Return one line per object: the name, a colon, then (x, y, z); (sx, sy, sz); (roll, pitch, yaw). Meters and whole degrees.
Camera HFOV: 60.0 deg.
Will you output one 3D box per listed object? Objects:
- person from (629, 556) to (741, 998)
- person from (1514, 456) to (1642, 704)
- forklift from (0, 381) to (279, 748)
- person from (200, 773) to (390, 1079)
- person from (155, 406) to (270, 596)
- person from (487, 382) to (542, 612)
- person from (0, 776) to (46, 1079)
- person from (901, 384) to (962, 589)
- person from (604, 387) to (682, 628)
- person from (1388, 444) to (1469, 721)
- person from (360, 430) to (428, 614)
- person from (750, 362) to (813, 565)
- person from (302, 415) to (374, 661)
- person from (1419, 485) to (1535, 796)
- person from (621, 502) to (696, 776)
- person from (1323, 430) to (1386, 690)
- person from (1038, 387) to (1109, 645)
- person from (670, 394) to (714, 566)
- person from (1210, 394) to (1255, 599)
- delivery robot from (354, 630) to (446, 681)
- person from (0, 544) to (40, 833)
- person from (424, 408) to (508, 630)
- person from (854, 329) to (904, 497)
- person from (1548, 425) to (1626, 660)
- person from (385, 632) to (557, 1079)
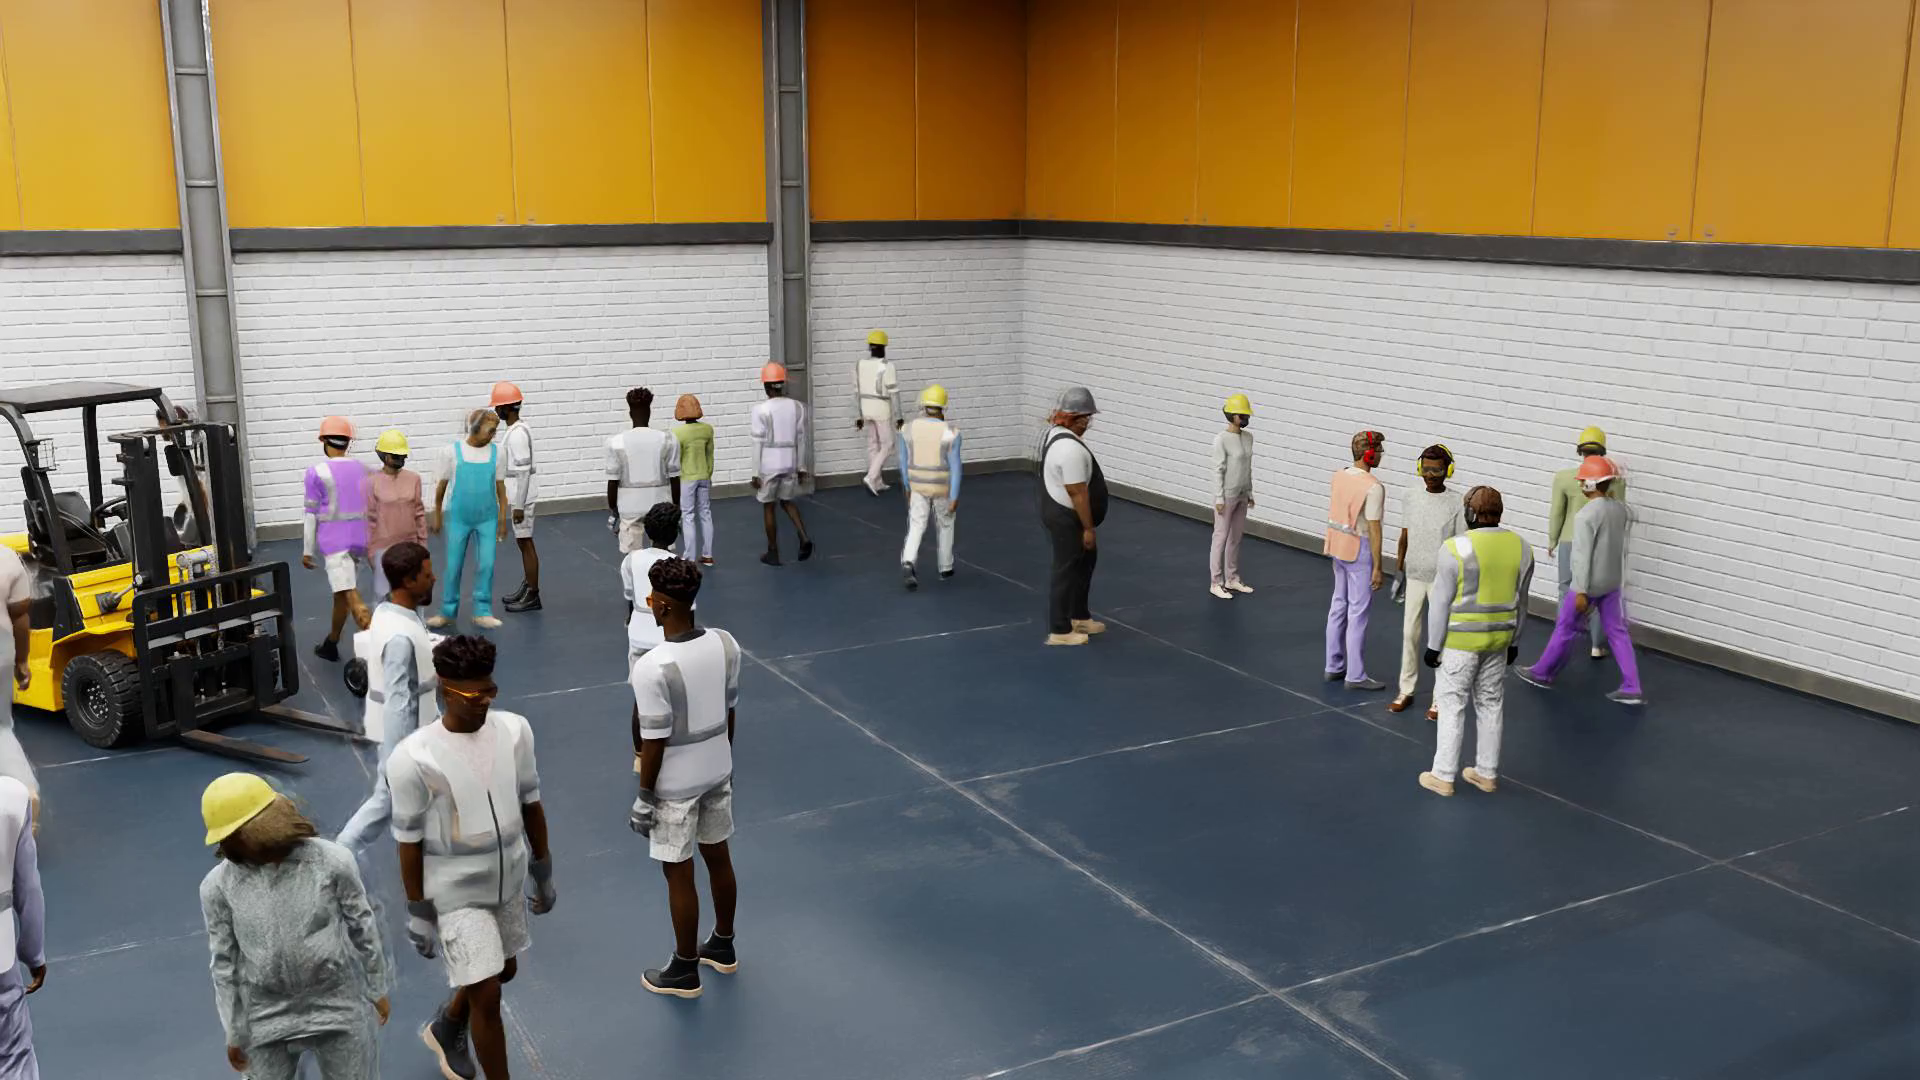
person: (-1.206, 1.031, 7.301); (0.368, 1.967, 0.600); (8, 14, 32)
person: (4.378, 0.261, 11.540); (0.589, 1.699, 0.929); (-9, 15, -35)
forklift: (-5.853, 0.085, 11.199); (2.313, 2.155, 1.214); (7, 14, 28)
person: (-2.124, 1.555, 5.479); (0.625, 1.702, 0.335); (-4, 13, -16)
person: (-6.111, -0.213, 13.553); (0.913, 1.807, 0.537); (-3, 12, -14)
person: (-3.713, -0.359, 13.902); (0.376, 1.932, 0.543); (-3, 12, -15)
person: (-3.336, 1.444, 5.516); (0.590, 1.912, 0.391); (-11, 16, -42)
person: (-0.265, -0.476, 14.757); (0.591, 1.809, 0.827); (4, 13, 16)
person: (-2.525, -0.243, 13.297); (0.608, 1.957, 0.401); (-4, 13, -16)
person: (3.131, 0.276, 11.106); (0.511, 1.860, 0.332); (10, 15, 38)
person: (-4.196, 0.047, 12.412); (0.341, 1.761, 0.524); (10, 16, 39)
person: (-1.674, -0.685, 15.473); (0.546, 1.921, 0.547); (-10, 15, -38)
person: (-4.481, 0.030, 12.206); (0.992, 1.882, 0.537); (7, 14, 30)
person: (3.003, 0.588, 9.708); (0.638, 1.832, 0.429); (-4, 13, -18)
person: (-1.775, 0.610, 9.929); (0.536, 1.690, 0.319); (7, 14, 29)
person: (2.785, 0.141, 11.761); (0.377, 1.844, 0.567); (-4, 13, -19)
person: (0.949, -0.189, 12.846); (0.676, 2.000, 0.698); (-1, 12, -6)
person: (-2.492, -0.542, 15.457); (0.284, 1.636, 0.500); (10, 16, 40)
person: (2.373, -0.384, 14.405); (0.306, 1.770, 0.525); (11, 16, 42)
delivery robot: (-3.889, 0.768, 11.646); (0.707, 0.478, 0.477); (6, 14, 26)
person: (-5.302, 0.657, 8.880); (0.809, 2.000, 0.697); (11, 16, 41)
person: (-3.947, -0.153, 13.251); (0.689, 1.801, 0.431); (-5, 13, -23)
person: (-0.969, -1.457, 19.103); (0.612, 1.907, 0.641); (10, 16, 40)
person: (4.713, 0.017, 12.538); (0.533, 1.765, 0.330); (4, 13, 18)
person: (-1.837, 1.269, 6.269); (0.875, 1.934, 0.624); (9, 15, 37)
